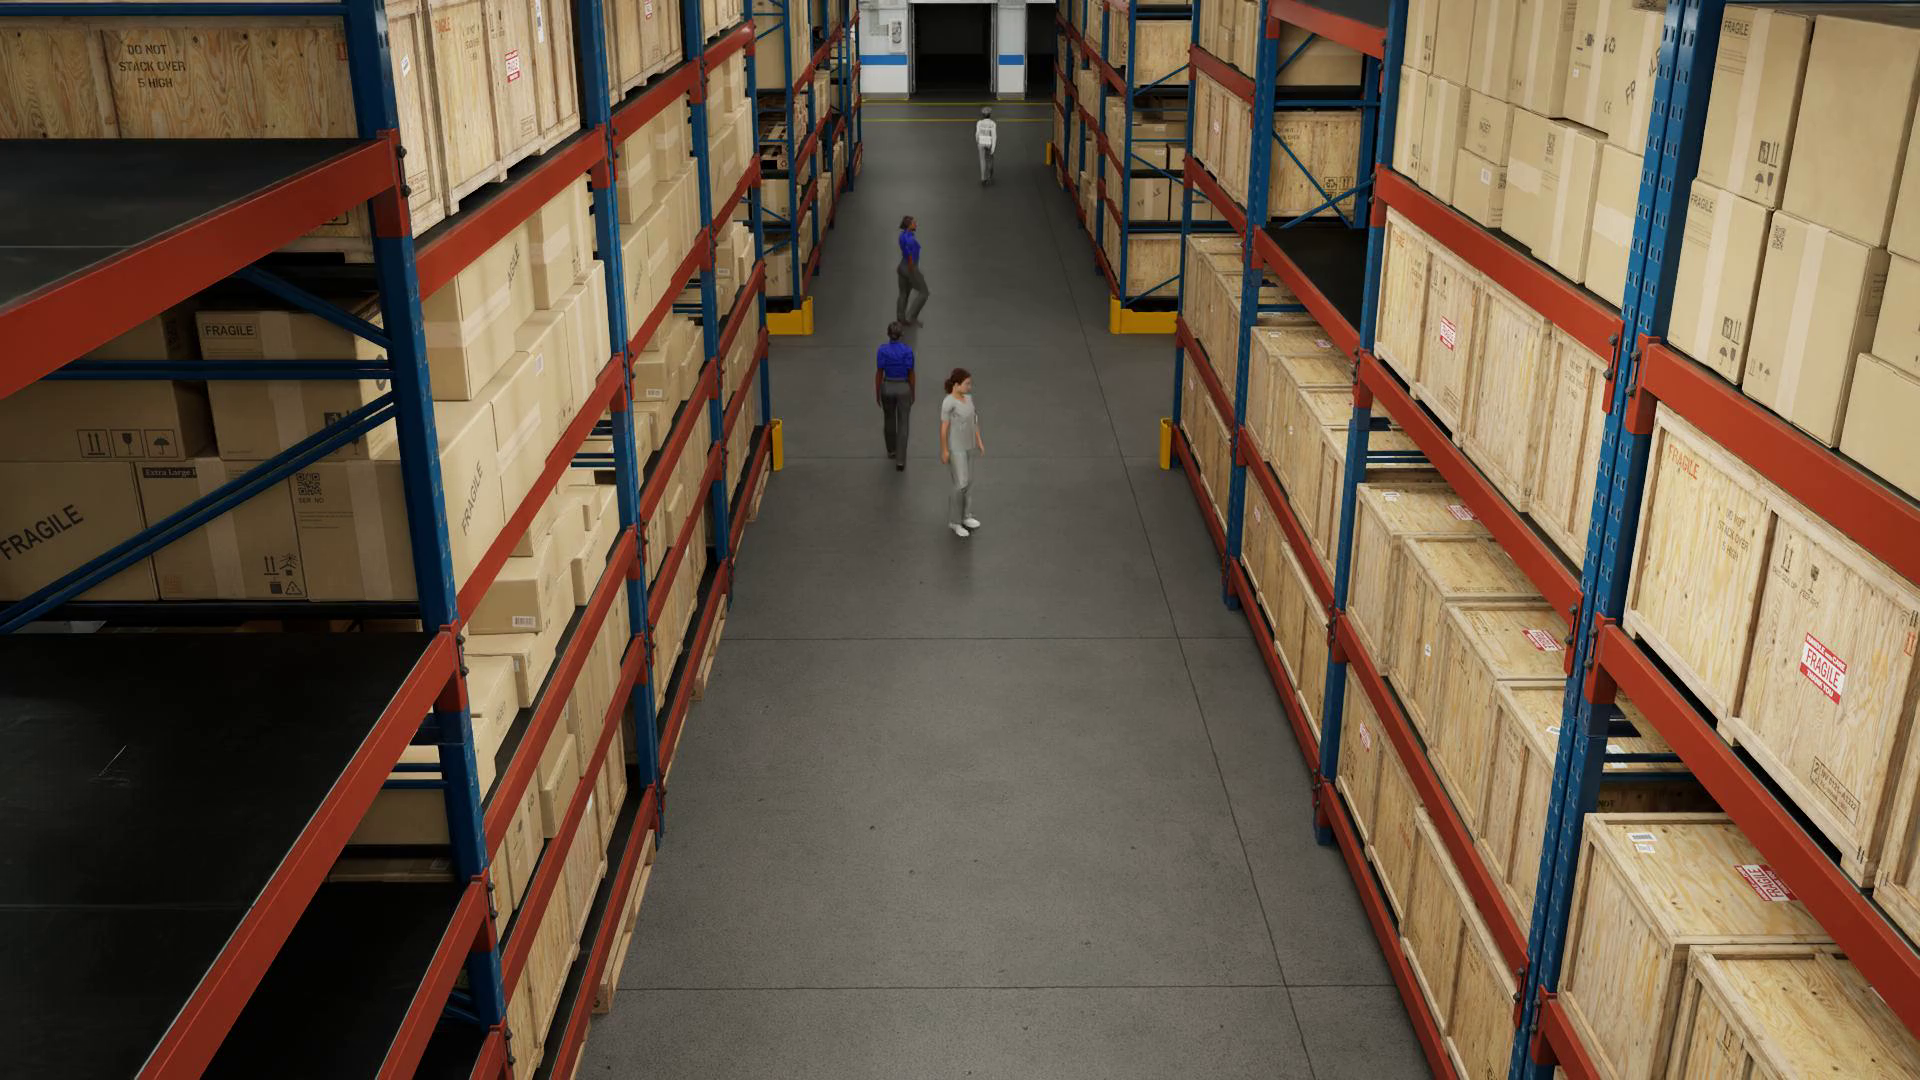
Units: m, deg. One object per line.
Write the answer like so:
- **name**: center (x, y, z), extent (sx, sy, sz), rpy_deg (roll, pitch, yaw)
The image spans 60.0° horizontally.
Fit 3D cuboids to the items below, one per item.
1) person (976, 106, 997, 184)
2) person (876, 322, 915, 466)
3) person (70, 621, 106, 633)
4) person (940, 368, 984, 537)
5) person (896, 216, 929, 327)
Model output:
- **person**: center (0.578, -8.771, 36.865), extent (0.470, 1.649, 0.992), rpy_deg (0, 22, 1)
- **person**: center (-0.718, -1.697, 18.977), extent (0.440, 1.654, 0.734), rpy_deg (3, 22, 9)
- **person**: center (-6.566, 0.827, 12.663), extent (0.406, 1.585, 0.341), rpy_deg (2, 22, 4)
- **person**: center (0.030, -0.918, 16.914), extent (0.449, 1.691, 0.481), rpy_deg (16, 26, 34)
- **person**: center (-0.736, -4.000, 24.763), extent (0.456, 1.654, 0.508), rpy_deg (-10, 24, -24)
